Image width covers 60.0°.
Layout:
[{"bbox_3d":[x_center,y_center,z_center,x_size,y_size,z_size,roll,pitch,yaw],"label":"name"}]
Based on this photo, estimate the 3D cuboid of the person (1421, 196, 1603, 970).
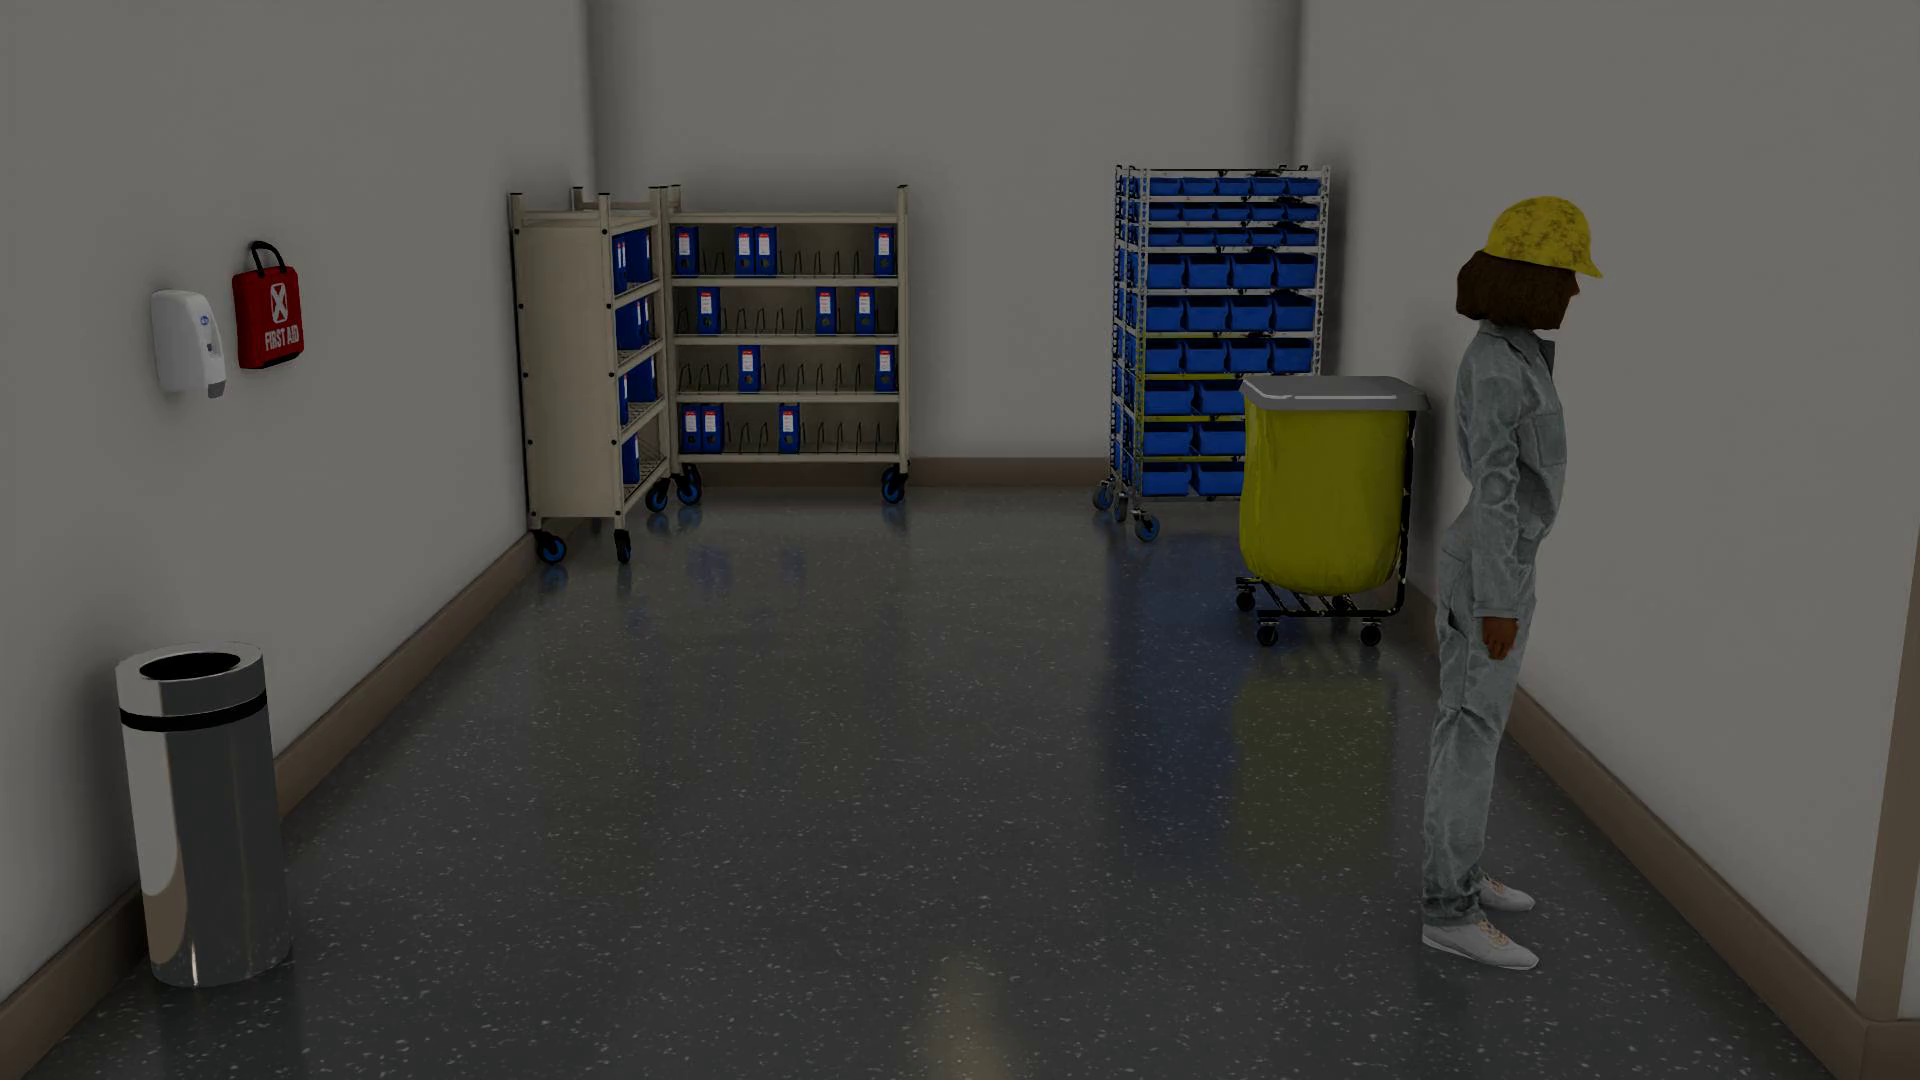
[{"bbox_3d":[1.251,0.097,3.815,0.305,1.738,0.484,4,14,18],"label":"person"}]
